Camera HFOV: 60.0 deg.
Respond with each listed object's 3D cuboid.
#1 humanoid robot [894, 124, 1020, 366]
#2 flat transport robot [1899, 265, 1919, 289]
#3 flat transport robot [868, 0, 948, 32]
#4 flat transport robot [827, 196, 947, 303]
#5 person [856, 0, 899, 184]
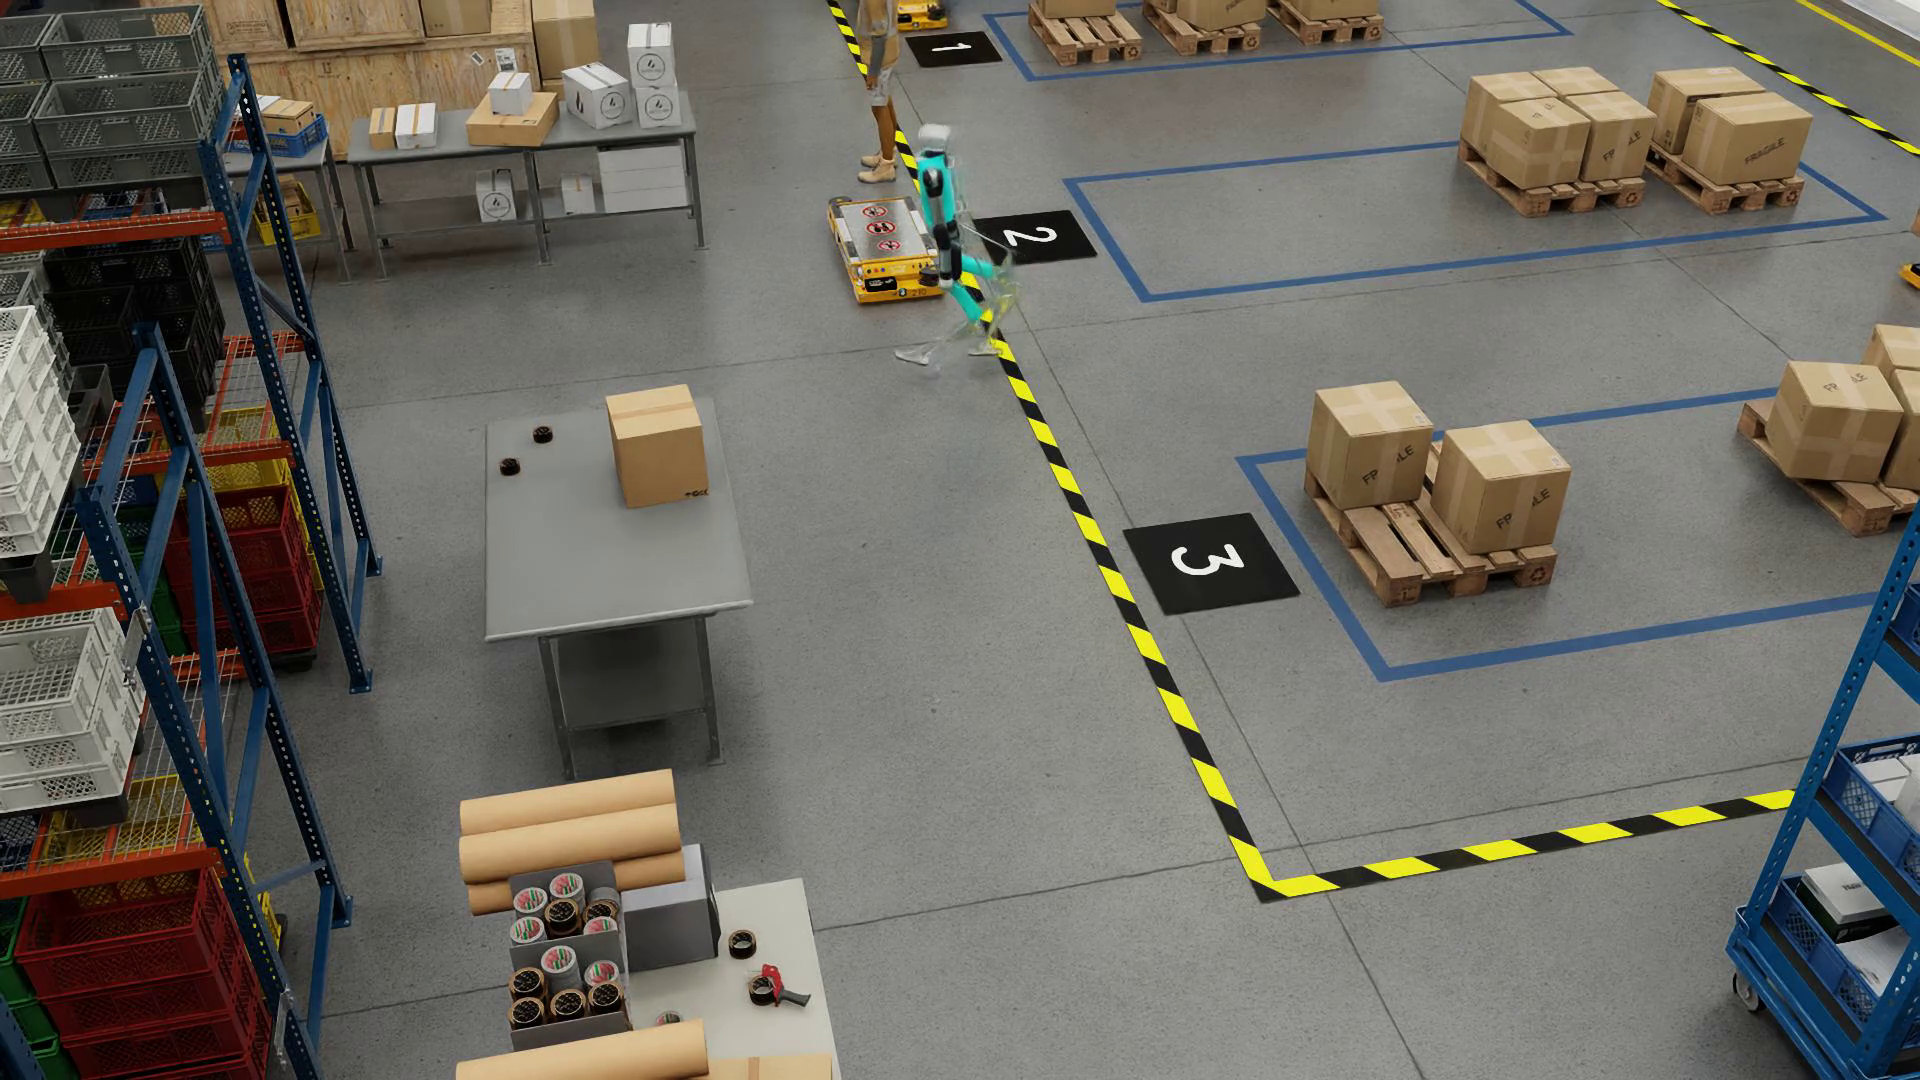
[{"bbox_3d":[0.050,-1.861,10.821,0.981,1.728,0.536,-1,37,-2],"label":"humanoid robot"},{"bbox_3d":[7.722,-1.941,12.139,1.431,0.197,0.652,-8,37,-10],"label":"flat transport robot"},{"bbox_3d":[-0.596,-5.545,16.983,0.652,0.197,1.431,-8,37,-10],"label":"flat transport robot"},{"bbox_3d":[-0.570,-2.220,12.538,0.659,0.231,1.431,-8,37,-10],"label":"flat transport robot"},{"bbox_3d":[-0.668,-3.857,13.248,0.358,2.047,0.613,3,37,3],"label":"person"}]
